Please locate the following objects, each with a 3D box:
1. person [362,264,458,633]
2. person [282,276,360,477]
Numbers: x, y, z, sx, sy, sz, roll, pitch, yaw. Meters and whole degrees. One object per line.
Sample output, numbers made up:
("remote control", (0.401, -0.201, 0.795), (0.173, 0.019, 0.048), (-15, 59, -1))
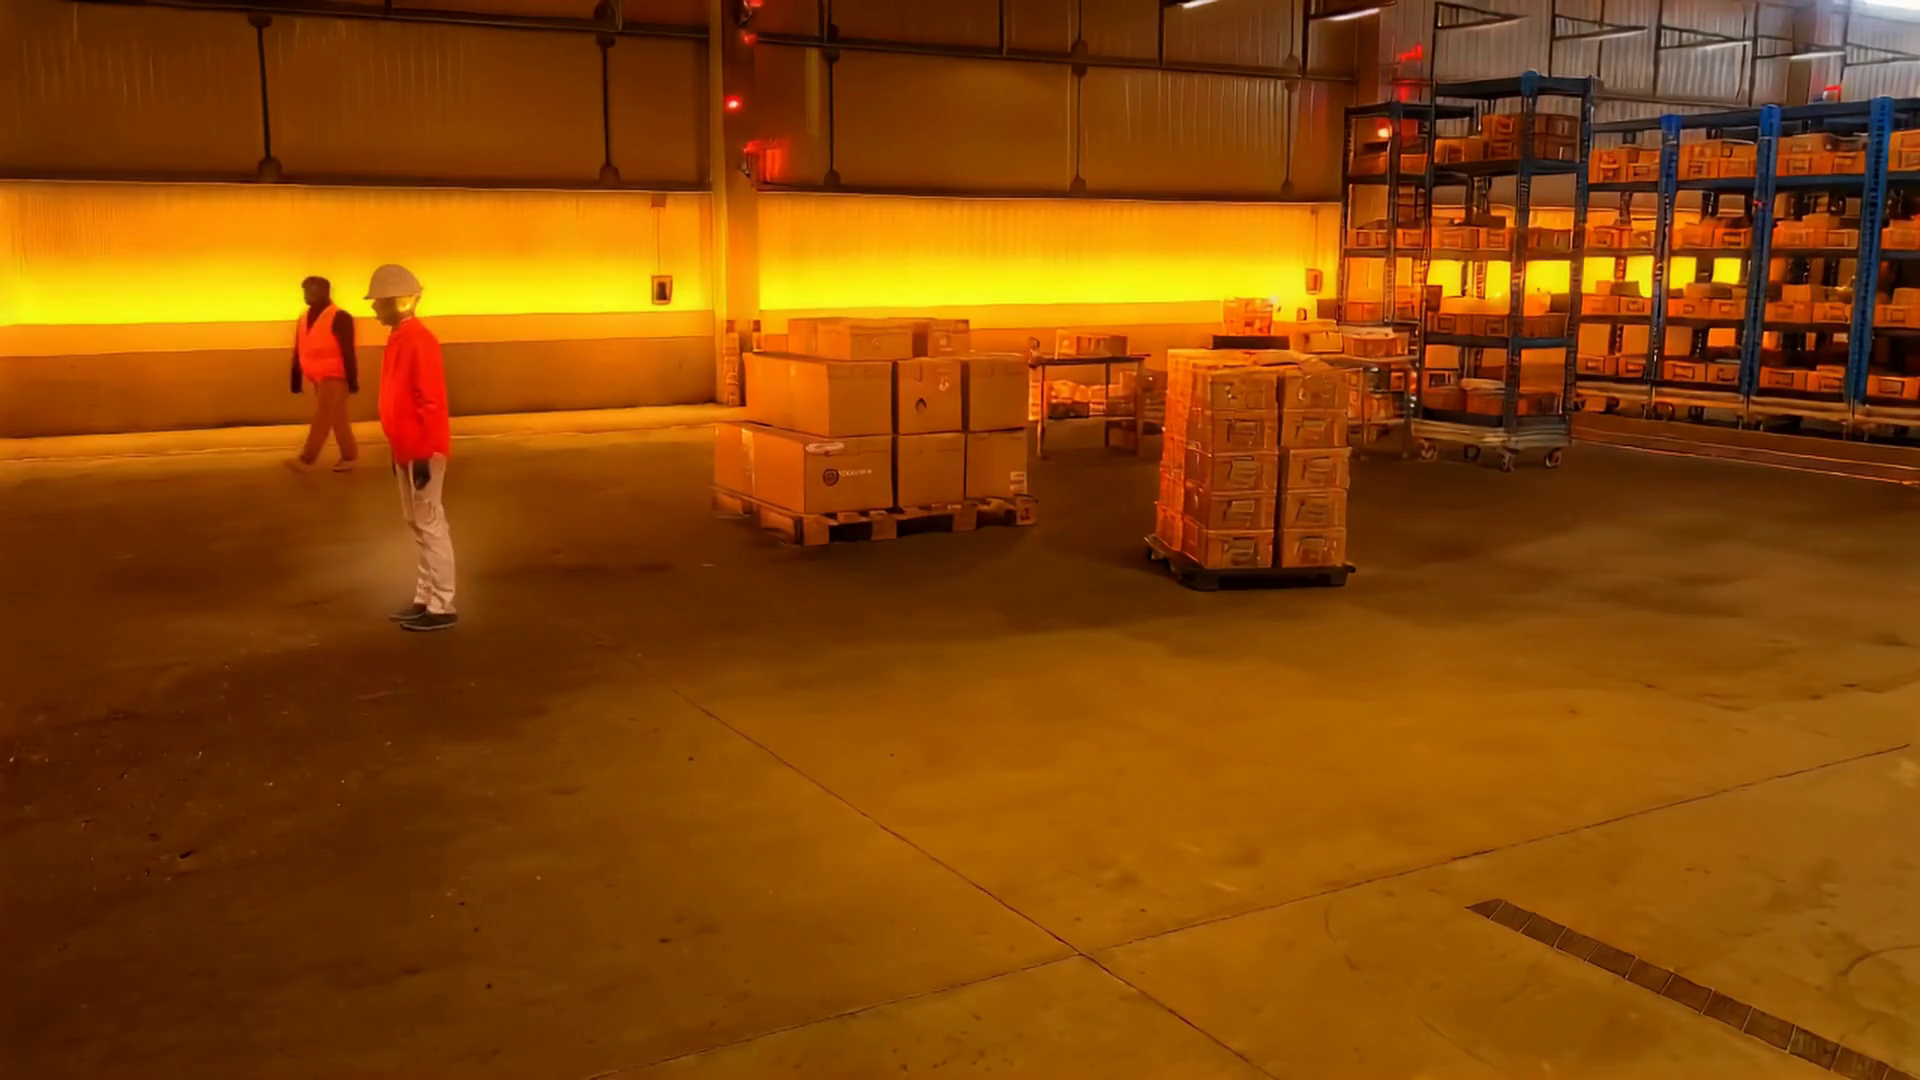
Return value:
("person", (-2.976, -0.491, 9.005), (0.409, 1.987, 0.608), (-7, 12, -34))
("person", (-5.855, -1.474, 15.057), (0.661, 1.799, 0.917), (7, 12, 36))
